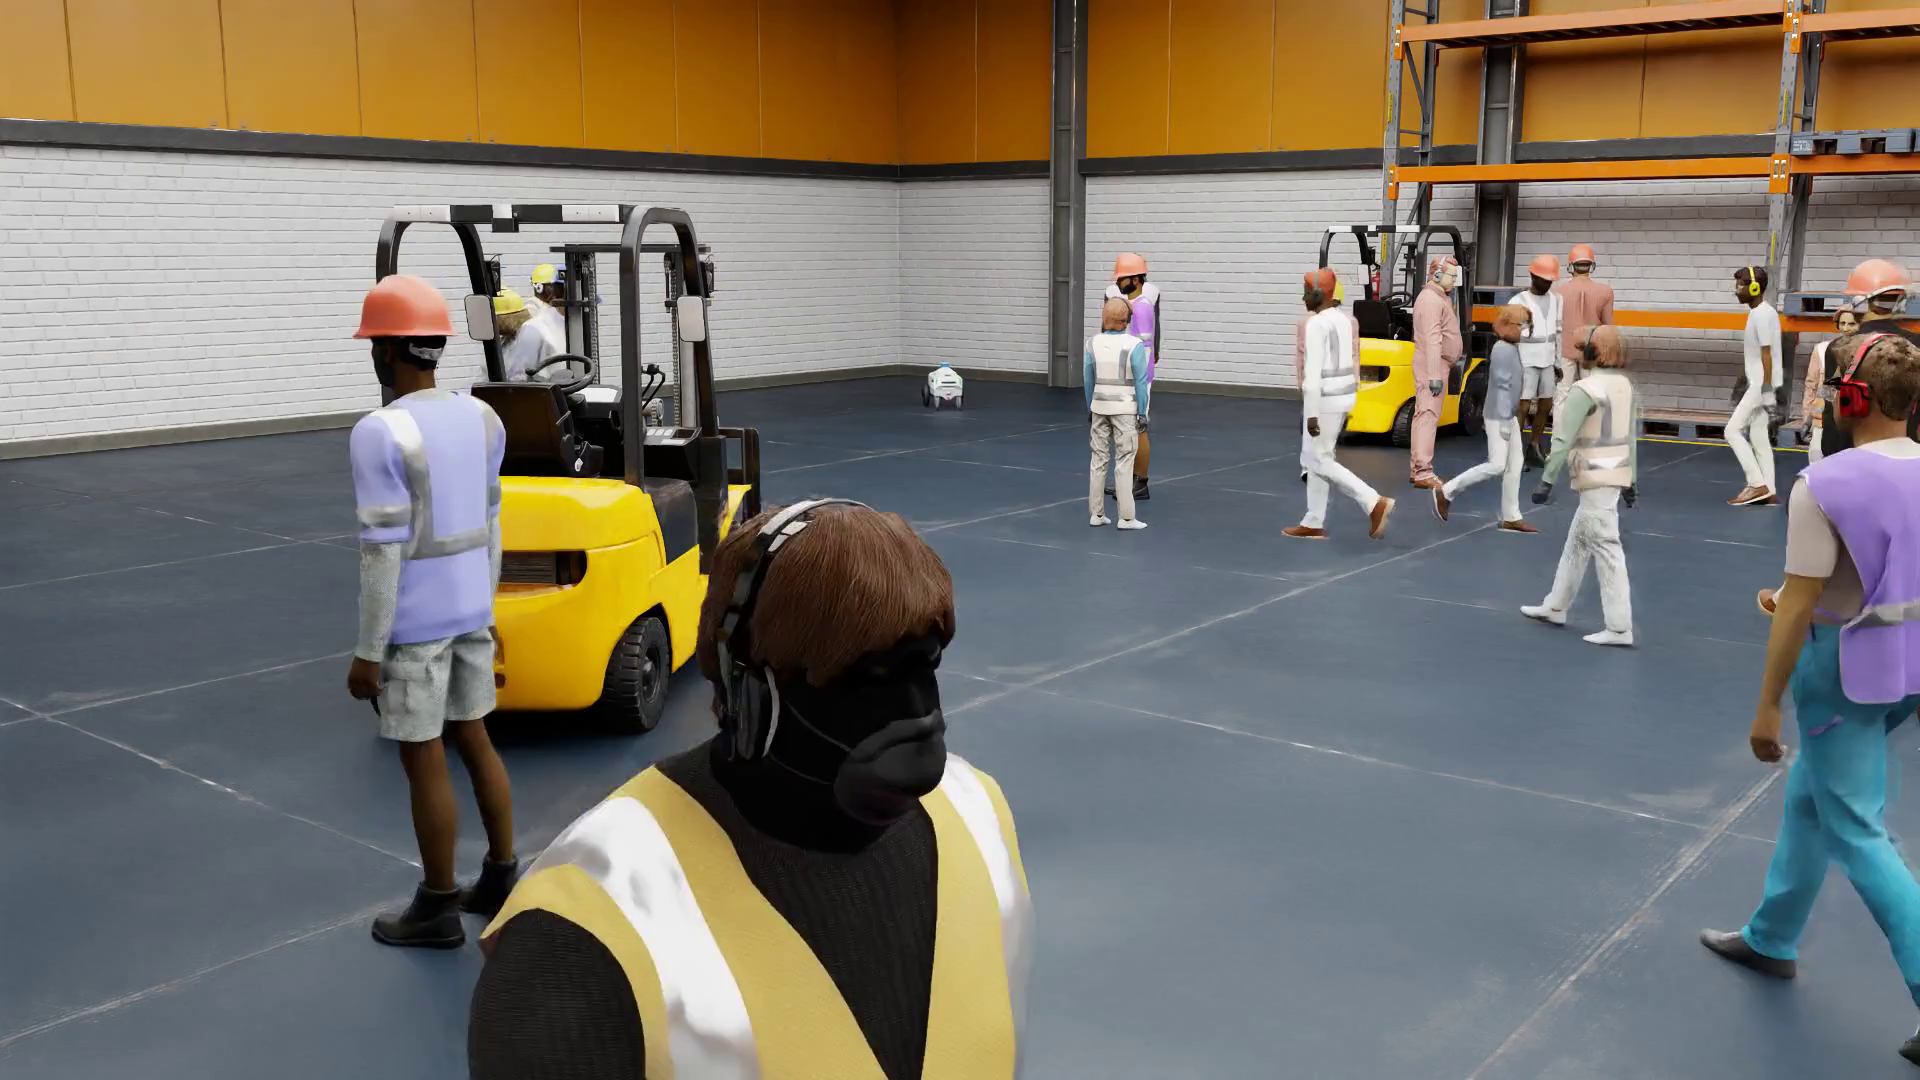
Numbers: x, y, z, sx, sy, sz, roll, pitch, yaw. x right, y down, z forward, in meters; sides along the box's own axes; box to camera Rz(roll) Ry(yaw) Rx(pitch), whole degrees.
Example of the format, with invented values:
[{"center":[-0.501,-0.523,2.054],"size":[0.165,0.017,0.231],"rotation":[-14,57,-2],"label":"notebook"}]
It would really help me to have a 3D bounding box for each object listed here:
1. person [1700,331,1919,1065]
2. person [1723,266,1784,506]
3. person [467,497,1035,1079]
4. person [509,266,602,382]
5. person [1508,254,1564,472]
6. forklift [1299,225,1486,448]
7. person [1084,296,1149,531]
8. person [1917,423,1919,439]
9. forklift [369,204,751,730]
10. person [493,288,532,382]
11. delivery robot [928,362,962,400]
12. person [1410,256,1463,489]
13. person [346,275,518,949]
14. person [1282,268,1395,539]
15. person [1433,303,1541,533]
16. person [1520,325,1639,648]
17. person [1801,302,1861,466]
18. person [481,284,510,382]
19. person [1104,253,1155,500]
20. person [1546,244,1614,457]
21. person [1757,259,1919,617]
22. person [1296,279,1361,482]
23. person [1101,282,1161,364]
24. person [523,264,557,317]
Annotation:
[{"center":[2.334,0.378,4.246],"size":[0.576,1.815,0.903],"rotation":[-5,11,-25],"label":"person"},{"center":[6.083,-1.158,12.701],"size":[0.497,1.837,0.509],"rotation":[6,12,30],"label":"person"},{"center":[-0.072,0.871,1.523],"size":[0.626,1.802,0.897],"rotation":[-9,14,-41],"label":"person"},{"center":[-2.418,-0.662,9.772],"size":[0.486,1.895,0.749],"rotation":[6,12,29],"label":"person"},{"center":[5.066,-1.559,14.700],"size":[0.655,1.908,0.542],"rotation":[-4,11,-20],"label":"person"},{"center":[4.449,-2.115,16.993],"size":[1.214,2.155,2.313],"rotation":[8,13,38],"label":"forklift"},{"center":[1.097,-0.887,11.709],"size":[0.522,1.645,0.305],"rotation":[9,13,40],"label":"person"},{"center":[7.476,-1.084,12.578],"size":[0.523,1.722,0.900],"rotation":[-9,13,-40],"label":"person"},{"center":[-1.766,-0.406,7.525],"size":[1.214,2.155,2.313],"rotation":[1,10,7],"label":"forklift"},{"center":[-2.786,-0.692,10.379],"size":[0.311,1.737,0.483],"rotation":[-10,14,-44],"label":"person"},{"center":[-0.181,-1.906,20.115],"size":[0.477,0.478,0.707],"rotation":[-1,10,-8],"label":"delivery robot"},{"center":[3.916,-1.371,13.690],"size":[0.406,1.901,0.639],"rotation":[2,10,11],"label":"person"},{"center":[-1.523,0.222,4.780],"size":[0.423,1.937,0.562],"rotation":[4,11,23],"label":"person"},{"center":[2.558,-0.883,11.129],"size":[0.749,1.862,0.589],"rotation":[7,12,34],"label":"person"},{"center":[3.711,-0.848,11.584],"size":[0.650,1.603,0.501],"rotation":[6,12,29],"label":"person"},{"center":[3.150,-0.281,8.457],"size":[0.774,1.604,0.527],"rotation":[10,14,44],"label":"person"},{"center":[5.770,-0.733,10.876],"size":[0.310,1.639,0.514],"rotation":[-9,14,-41],"label":"person"},{"center":[-2.932,-0.757,10.649],"size":[0.305,1.771,0.525],"rotation":[-3,11,-18],"label":"person"},{"center":[1.339,-1.276,13.060],"size":[0.359,1.936,0.544],"rotation":[-1,10,-6],"label":"person"},{"center":[5.703,-1.723,15.370],"size":[0.608,1.996,0.375],"rotation":[2,10,10],"label":"person"},{"center":[4.513,-0.419,8.325],"size":[0.631,1.936,1.051],"rotation":[-2,10,-9],"label":"person"},{"center":[3.093,-1.333,13.995],"size":[0.524,1.714,0.860],"rotation":[1,10,8],"label":"person"},{"center":[1.757,-2.047,17.450],"size":[0.610,1.896,0.716],"rotation":[-2,10,-10],"label":"person"},{"center":[-3.721,-1.562,14.969],"size":[0.403,1.824,0.593],"rotation":[1,10,7],"label":"person"}]
